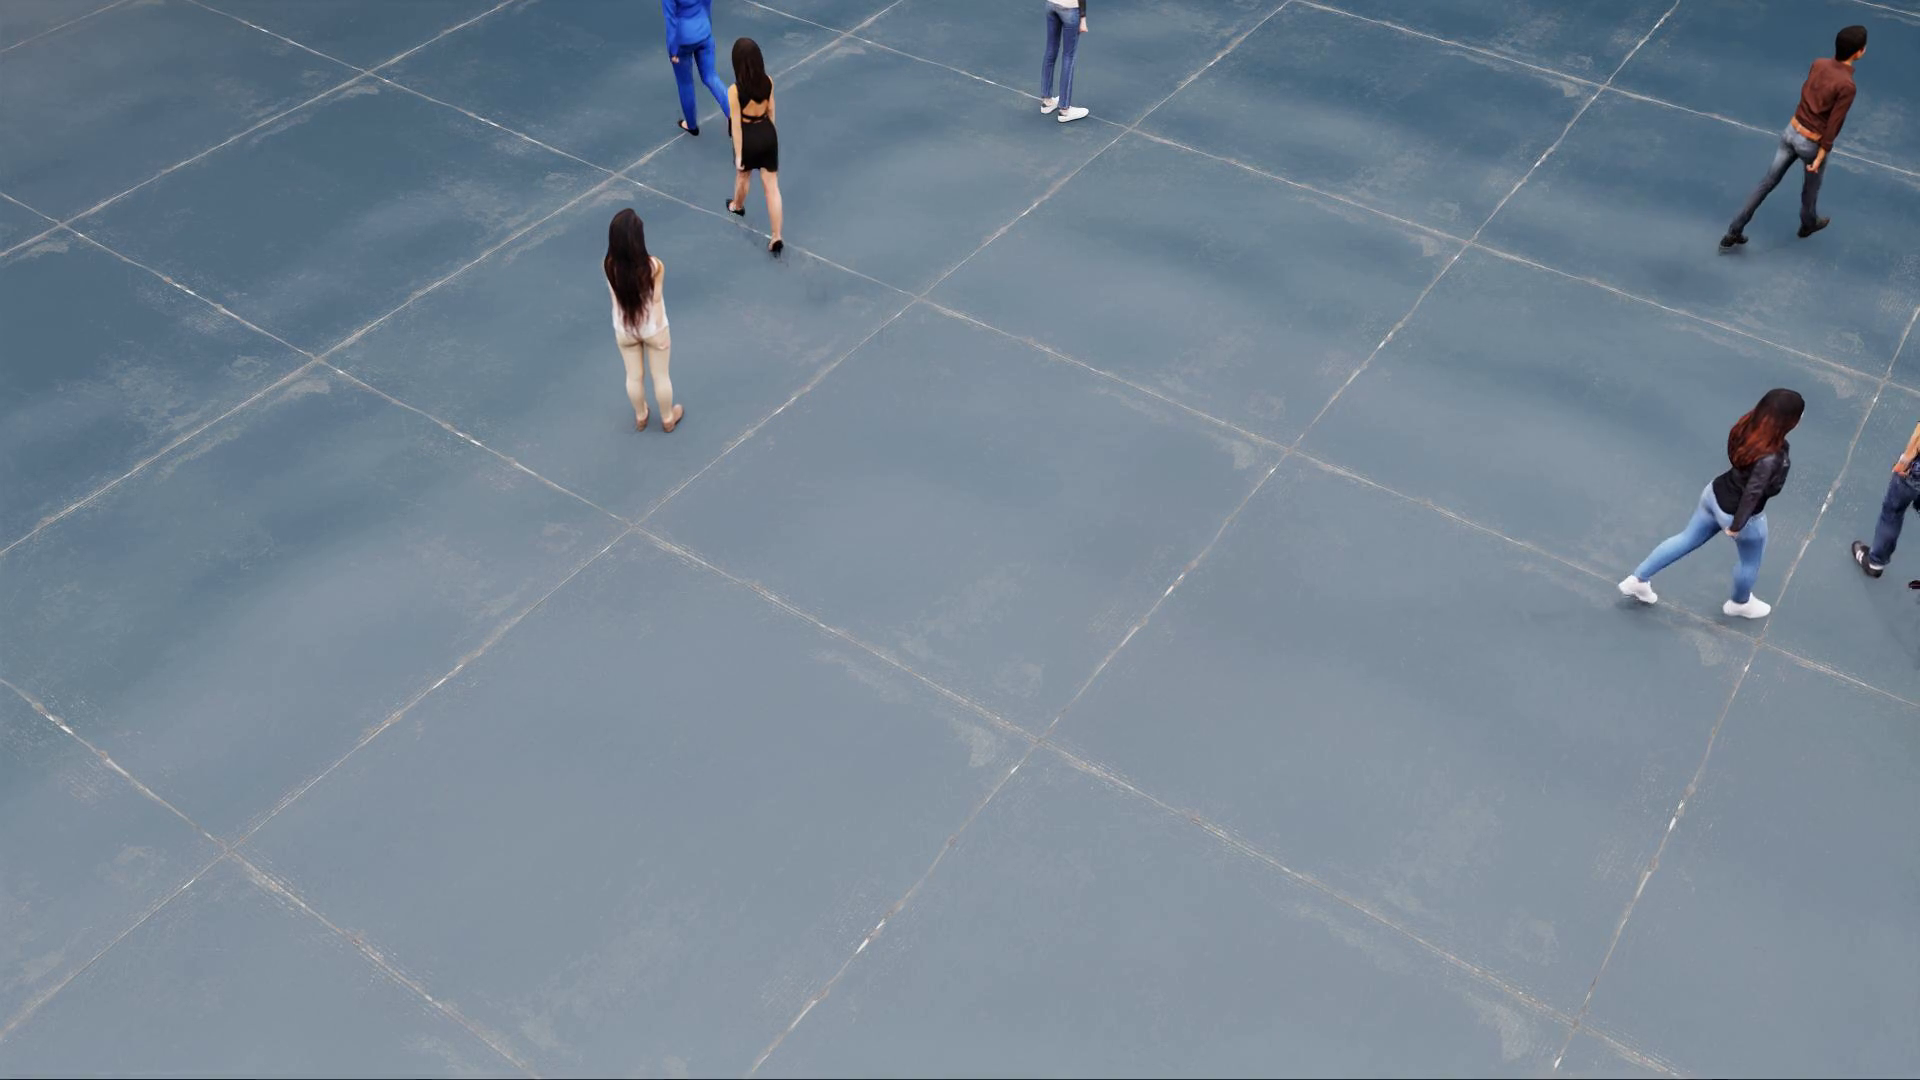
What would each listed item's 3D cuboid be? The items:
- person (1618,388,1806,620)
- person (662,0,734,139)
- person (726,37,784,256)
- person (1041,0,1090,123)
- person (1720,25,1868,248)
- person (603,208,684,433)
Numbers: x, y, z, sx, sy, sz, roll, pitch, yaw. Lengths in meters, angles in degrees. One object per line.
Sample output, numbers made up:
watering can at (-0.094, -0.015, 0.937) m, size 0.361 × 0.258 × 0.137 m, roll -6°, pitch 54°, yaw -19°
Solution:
person at (4.215, -0.184, 9.246) m, size 1.191 × 1.595 × 1.037 m, roll 0°, pitch 43°, yaw 0°
person at (-2.067, -3.925, 13.186) m, size 0.984 × 1.685 × 0.731 m, roll 34°, pitch 53°, yaw 31°
person at (-1.421, -2.785, 12.025) m, size 0.824 × 1.604 × 1.106 m, roll -25°, pitch 49°, yaw -25°
person at (0.843, -4.275, 13.486) m, size 0.699 × 1.787 × 0.556 m, roll -29°, pitch 50°, yaw -28°
person at (6.015, -2.843, 11.993) m, size 1.137 × 1.732 × 1.194 m, roll -15°, pitch 45°, yaw -16°
person at (-1.998, -1.337, 10.439) m, size 0.665 × 1.652 × 0.724 m, roll -10°, pitch 44°, yaw -11°
